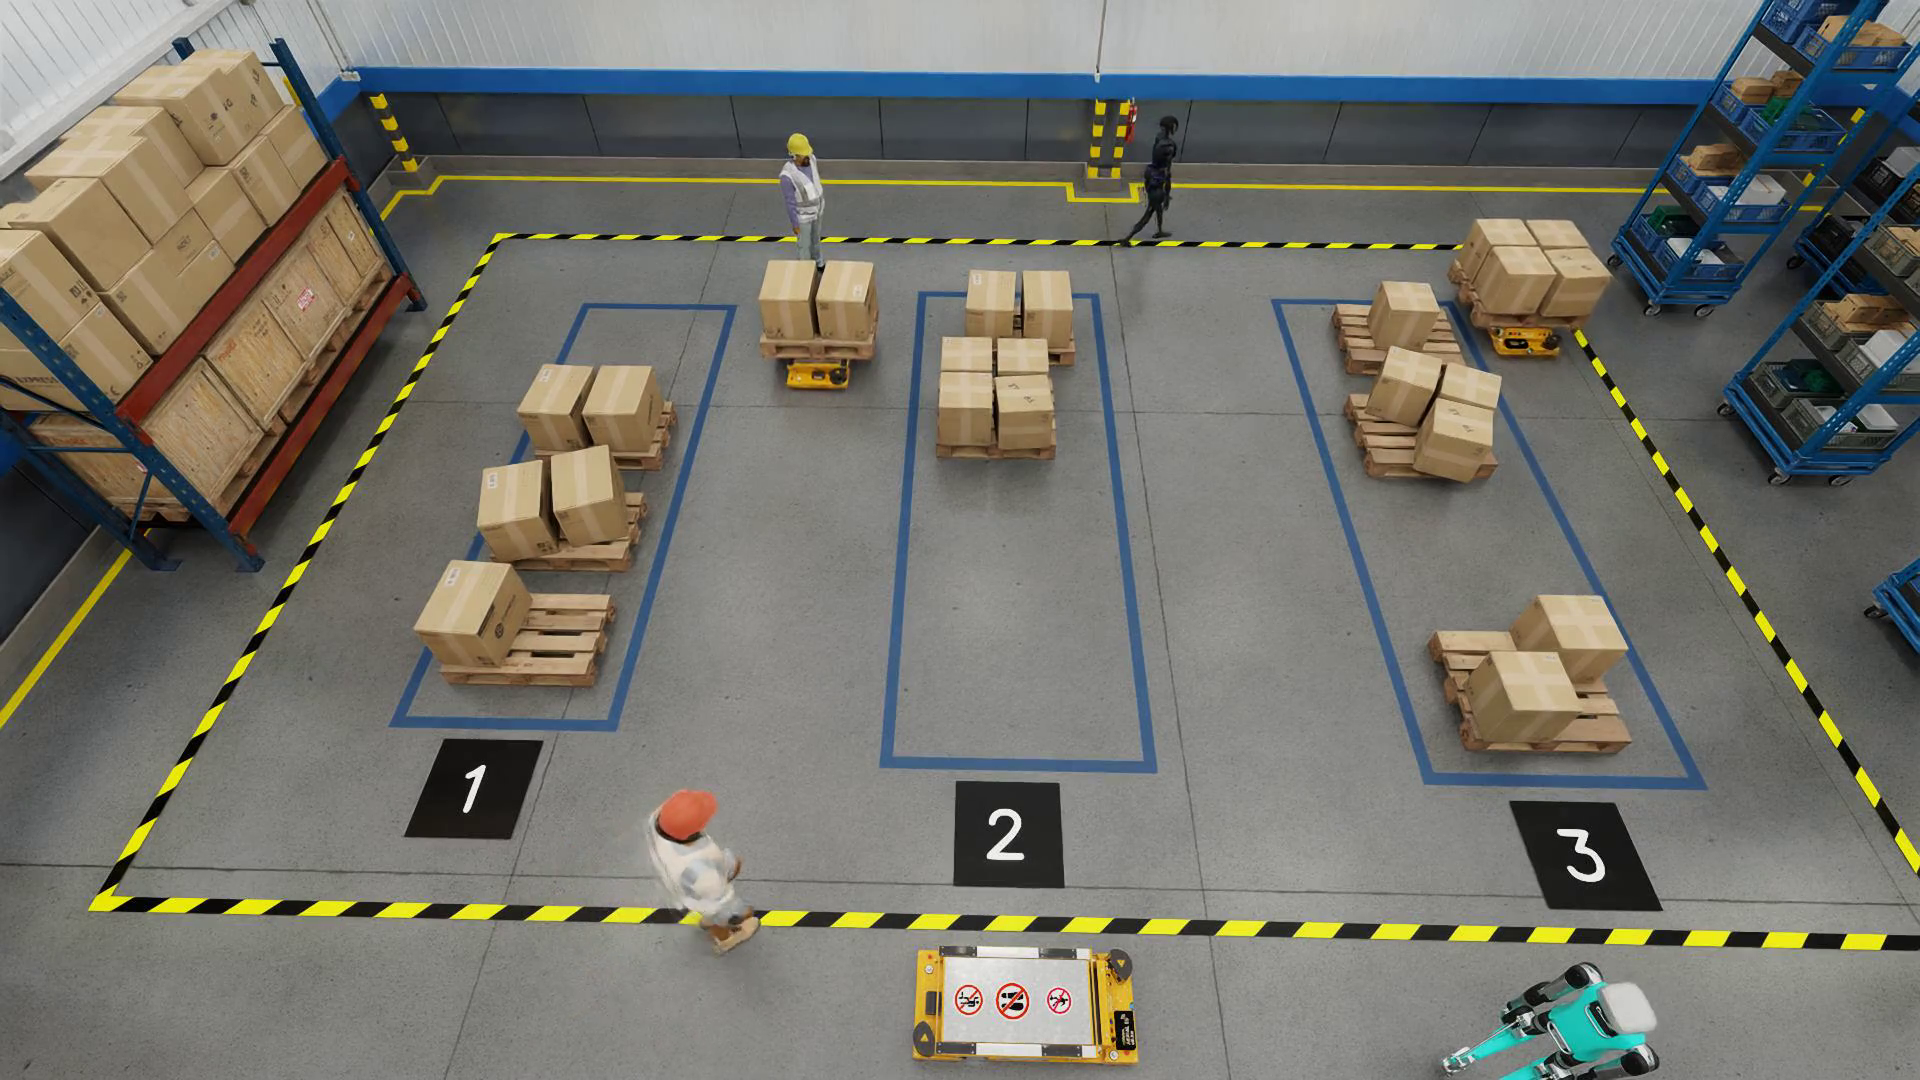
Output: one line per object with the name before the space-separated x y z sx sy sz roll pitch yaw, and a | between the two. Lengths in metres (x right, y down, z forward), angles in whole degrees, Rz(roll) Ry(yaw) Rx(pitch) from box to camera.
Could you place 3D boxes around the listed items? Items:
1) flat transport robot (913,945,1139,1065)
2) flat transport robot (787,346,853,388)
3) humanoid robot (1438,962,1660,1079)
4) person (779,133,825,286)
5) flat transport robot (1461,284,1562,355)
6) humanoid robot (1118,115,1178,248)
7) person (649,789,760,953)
flat transport robot | 0.422 3.041 6.007 1.431 0.231 0.659 1 51 1
flat transport robot | -1.530 -2.252 10.303 0.652 0.197 1.431 1 51 1
humanoid robot | 3.108 2.871 5.111 0.735 1.677 0.533 -12 52 -10
person | -1.755 -3.796 10.571 0.404 1.830 0.600 22 54 17
flat transport robot | 6.383 -2.685 10.656 0.652 0.197 1.431 1 51 1
humanoid robot | 2.371 -4.342 11.147 0.764 1.637 0.599 -7 51 -6
person | -1.536 2.088 5.656 0.459 2.026 0.631 -30 57 -22
